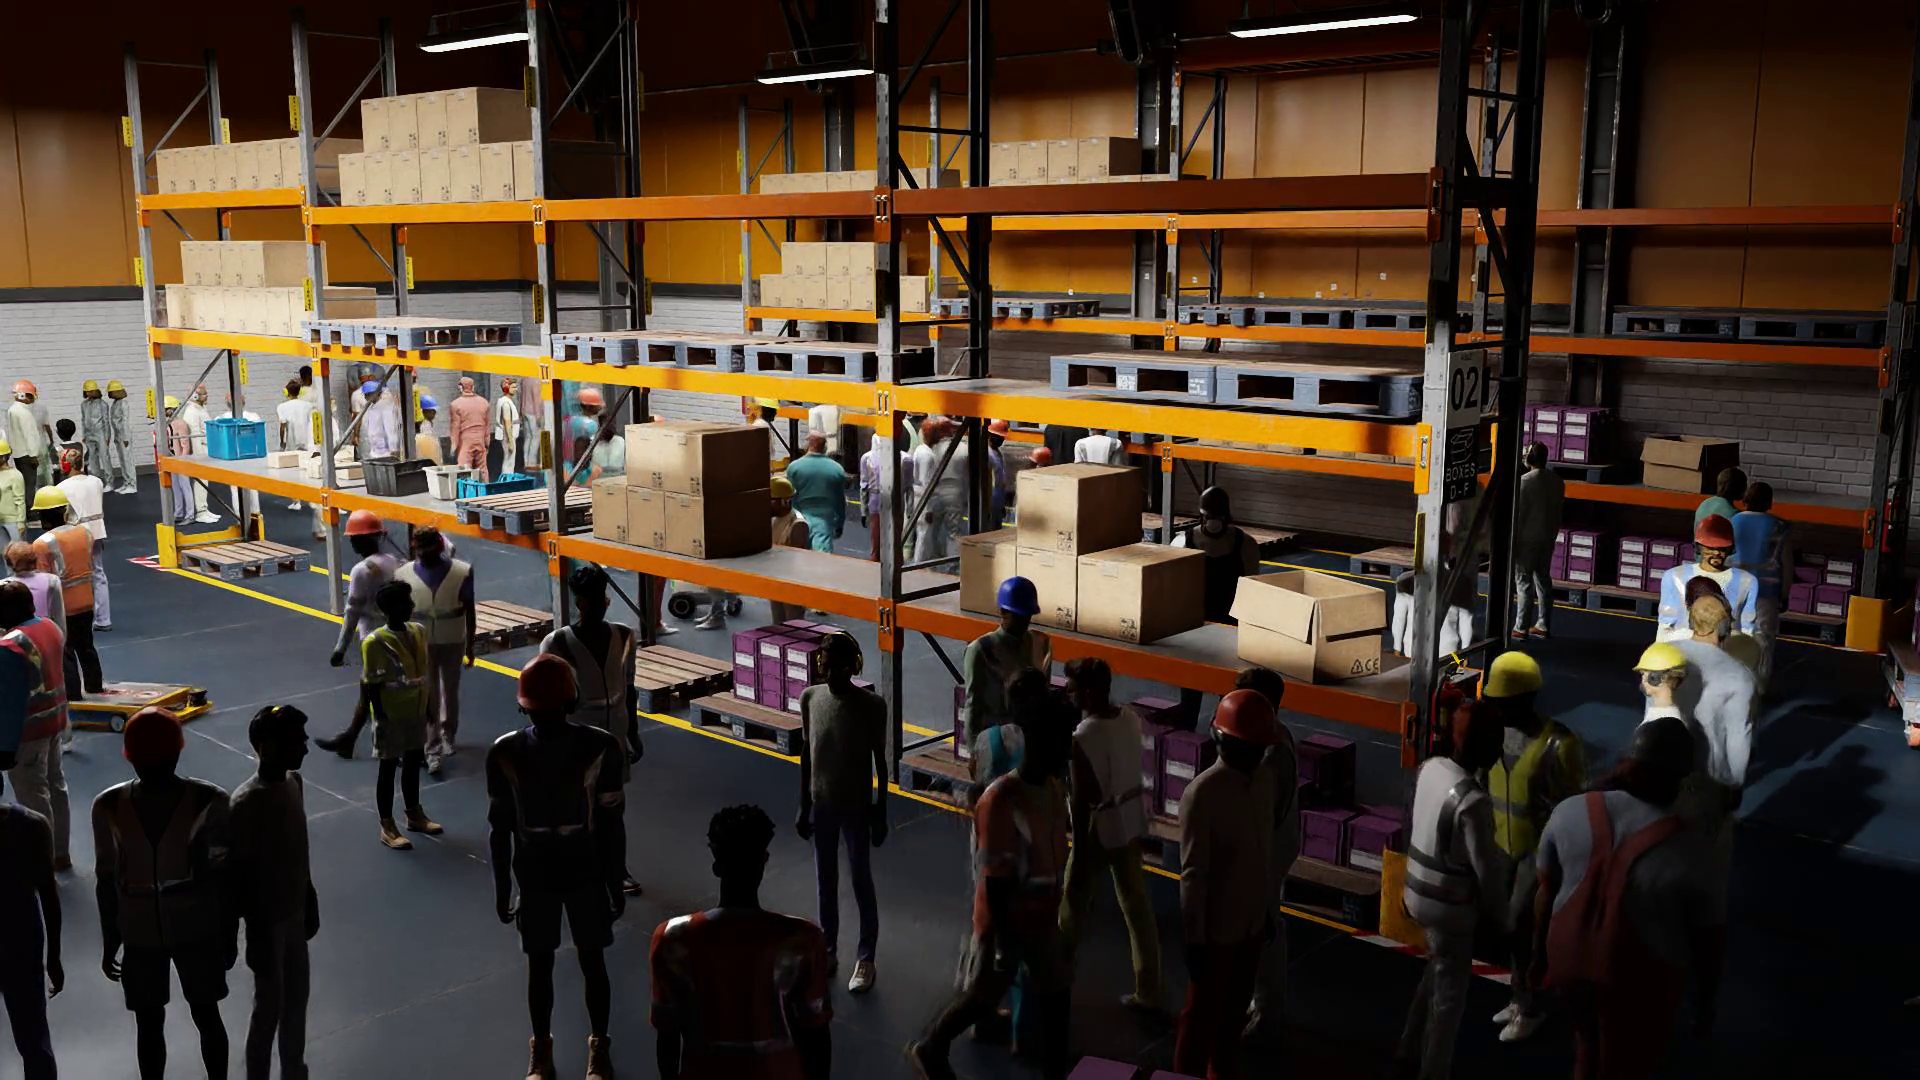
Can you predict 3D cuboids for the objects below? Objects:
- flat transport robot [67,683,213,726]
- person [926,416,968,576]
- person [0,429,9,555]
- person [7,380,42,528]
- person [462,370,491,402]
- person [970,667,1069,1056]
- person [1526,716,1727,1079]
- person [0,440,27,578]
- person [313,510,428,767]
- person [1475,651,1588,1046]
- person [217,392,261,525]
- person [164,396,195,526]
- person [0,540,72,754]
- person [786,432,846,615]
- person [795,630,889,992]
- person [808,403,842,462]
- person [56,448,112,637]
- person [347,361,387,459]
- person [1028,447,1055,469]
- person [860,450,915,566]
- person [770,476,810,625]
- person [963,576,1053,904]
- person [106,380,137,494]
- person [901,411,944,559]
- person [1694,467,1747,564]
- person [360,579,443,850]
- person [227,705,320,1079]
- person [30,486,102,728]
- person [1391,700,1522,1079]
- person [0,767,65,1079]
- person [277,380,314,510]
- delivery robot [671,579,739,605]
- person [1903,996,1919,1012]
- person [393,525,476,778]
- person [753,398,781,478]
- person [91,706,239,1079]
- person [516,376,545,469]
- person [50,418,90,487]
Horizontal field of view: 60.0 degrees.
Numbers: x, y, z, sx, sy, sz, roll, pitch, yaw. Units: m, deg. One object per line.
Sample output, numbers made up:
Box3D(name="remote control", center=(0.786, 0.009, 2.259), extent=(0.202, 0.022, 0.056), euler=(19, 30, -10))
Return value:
Box3D(name="flat transport robot", center=(-6.812, 1.311, 13.280), extent=(1.431, 0.197, 0.652), euler=(2, 10, 10))
Box3D(name="person", center=(-0.185, -0.459, 18.764), extent=(0.641, 1.878, 0.871), euler=(-1, 10, -5))
Box3D(name="person", center=(-11.803, -0.704, 20.121), extent=(0.356, 1.881, 0.575), euler=(8, 13, 39))
Box3D(name="person", center=(-12.544, -1.153, 22.367), extent=(0.611, 1.985, 0.393), euler=(9, 14, 43))
Box3D(name="person", center=(-8.959, -2.584, 30.681), extent=(0.650, 1.906, 0.401), euler=(6, 12, 30))
Box3D(name="person", center=(0.279, 1.501, 7.829), extent=(0.524, 1.832, 0.376), euler=(7, 12, 33))
Box3D(name="person", center=(2.661, 1.630, 6.474), extent=(0.883, 2.000, 0.699), euler=(-8, 13, -38))
Box3D(name="person", center=(-10.086, -0.195, 17.601), extent=(0.524, 1.761, 0.339), euler=(5, 11, 25))
Box3D(name="person", center=(-4.313, 0.726, 12.038), extent=(0.986, 1.882, 0.550), euler=(1, 10, 3))
Box3D(name="person", center=(2.664, 1.451, 7.883), extent=(0.600, 1.896, 0.658), euler=(-6, 12, -31))
Box3D(name="person", center=(-9.658, -1.081, 22.336), extent=(0.613, 1.840, 0.972), euler=(-3, 10, -17))
Box3D(name="person", center=(-10.629, -1.073, 22.533), extent=(0.524, 1.770, 0.315), euler=(7, 12, 35))
Box3D(name="person", center=(-6.835, 0.811, 12.245), extent=(0.310, 1.636, 0.522), euler=(8, 13, 38))
Box3D(name="person", center=(-1.504, -0.187, 17.303), extent=(0.648, 1.846, 0.970), euler=(-2, 10, -12))
Box3D(name="person", center=(-0.608, 1.367, 8.484), extent=(0.510, 1.860, 0.333), euler=(4, 11, 22))
Box3D(name="person", center=(-1.889, -1.257, 23.149), extent=(0.446, 1.911, 0.598), euler=(10, 14, 44))
Box3D(name="person", center=(-8.488, 0.027, 16.111), extent=(0.392, 1.838, 0.561), euler=(3, 10, 14))
Box3D(name="person", center=(-10.569, -2.461, 29.605), extent=(0.684, 2.000, 0.535), euler=(-7, 12, -34))
Box3D(name="person", center=(0.777, -0.086, 17.051), extent=(0.552, 1.722, 0.596), euler=(0, 10, 1))
Box3D(name="person", center=(-0.781, -0.329, 17.860), extent=(0.590, 1.930, 0.353), euler=(0, 10, -1))
Box3D(name="person", center=(-1.509, 0.357, 14.301), extent=(0.404, 1.825, 0.598), euler=(-7, 12, -36))
Box3D(name="person", center=(0.296, 1.153, 9.442), extent=(0.615, 1.943, 0.409), euler=(-7, 12, -35))
Box3D(name="person", center=(-12.865, -1.578, 25.483), extent=(0.323, 1.737, 0.484), euler=(-9, 14, -43))
Box3D(name="person", center=(-0.492, -0.787, 20.143), extent=(0.683, 2.000, 0.536), euler=(1, 10, 5))
Box3D(name="person", center=(6.429, 0.340, 14.075), extent=(0.371, 1.934, 0.627), euler=(-1, 10, -4))
Box3D(name="person", center=(-3.531, 1.086, 10.519), extent=(0.318, 1.699, 0.535), euler=(4, 11, 22))
Box3D(name="person", center=(-2.901, 1.613, 7.098), extent=(0.329, 1.858, 0.524), euler=(1, 10, 7))
Box3D(name="person", center=(-7.039, 0.526, 13.079), extent=(0.395, 1.919, 0.582), euler=(3, 10, 14))
Box3D(name="person", center=(2.144, 1.588, 7.218), extent=(0.467, 1.869, 0.623), euler=(-2, 10, -10))
Box3D(name="person", center=(-3.884, 1.694, 6.681), extent=(0.516, 1.837, 0.325), euler=(-3, 10, -15))
Box3D(name="person", center=(-9.524, -1.365, 23.891), extent=(0.520, 1.874, 0.332), euler=(-8, 13, -38))
Box3D(name="delivery robot", center=(-2.597, 0.453, 17.062), extent=(0.707, 0.478, 0.477), euler=(0, 10, -3))
Box3D(name="person", center=(4.929, 1.463, 7.980), extent=(0.374, 1.840, 0.572), euler=(-4, 11, -21))
Box3D(name="person", center=(-3.790, 0.770, 12.052), extent=(0.558, 1.788, 0.946), euler=(-3, 11, -18))
Box3D(name="person", center=(-2.484, -0.909, 21.187), extent=(0.423, 1.907, 0.626), euler=(-1, 10, -6))
Box3D(name="person", center=(-3.268, 1.617, 6.879), extent=(0.548, 1.930, 0.382), euler=(-2, 10, -12))
Box3D(name="person", center=(-7.265, -2.051, 28.168), extent=(0.491, 1.728, 0.323), euler=(0, 10, 3))
Box3D(name="person", center=(-10.815, -0.632, 20.240), extent=(0.318, 1.697, 0.535), euler=(3, 11, 18))
